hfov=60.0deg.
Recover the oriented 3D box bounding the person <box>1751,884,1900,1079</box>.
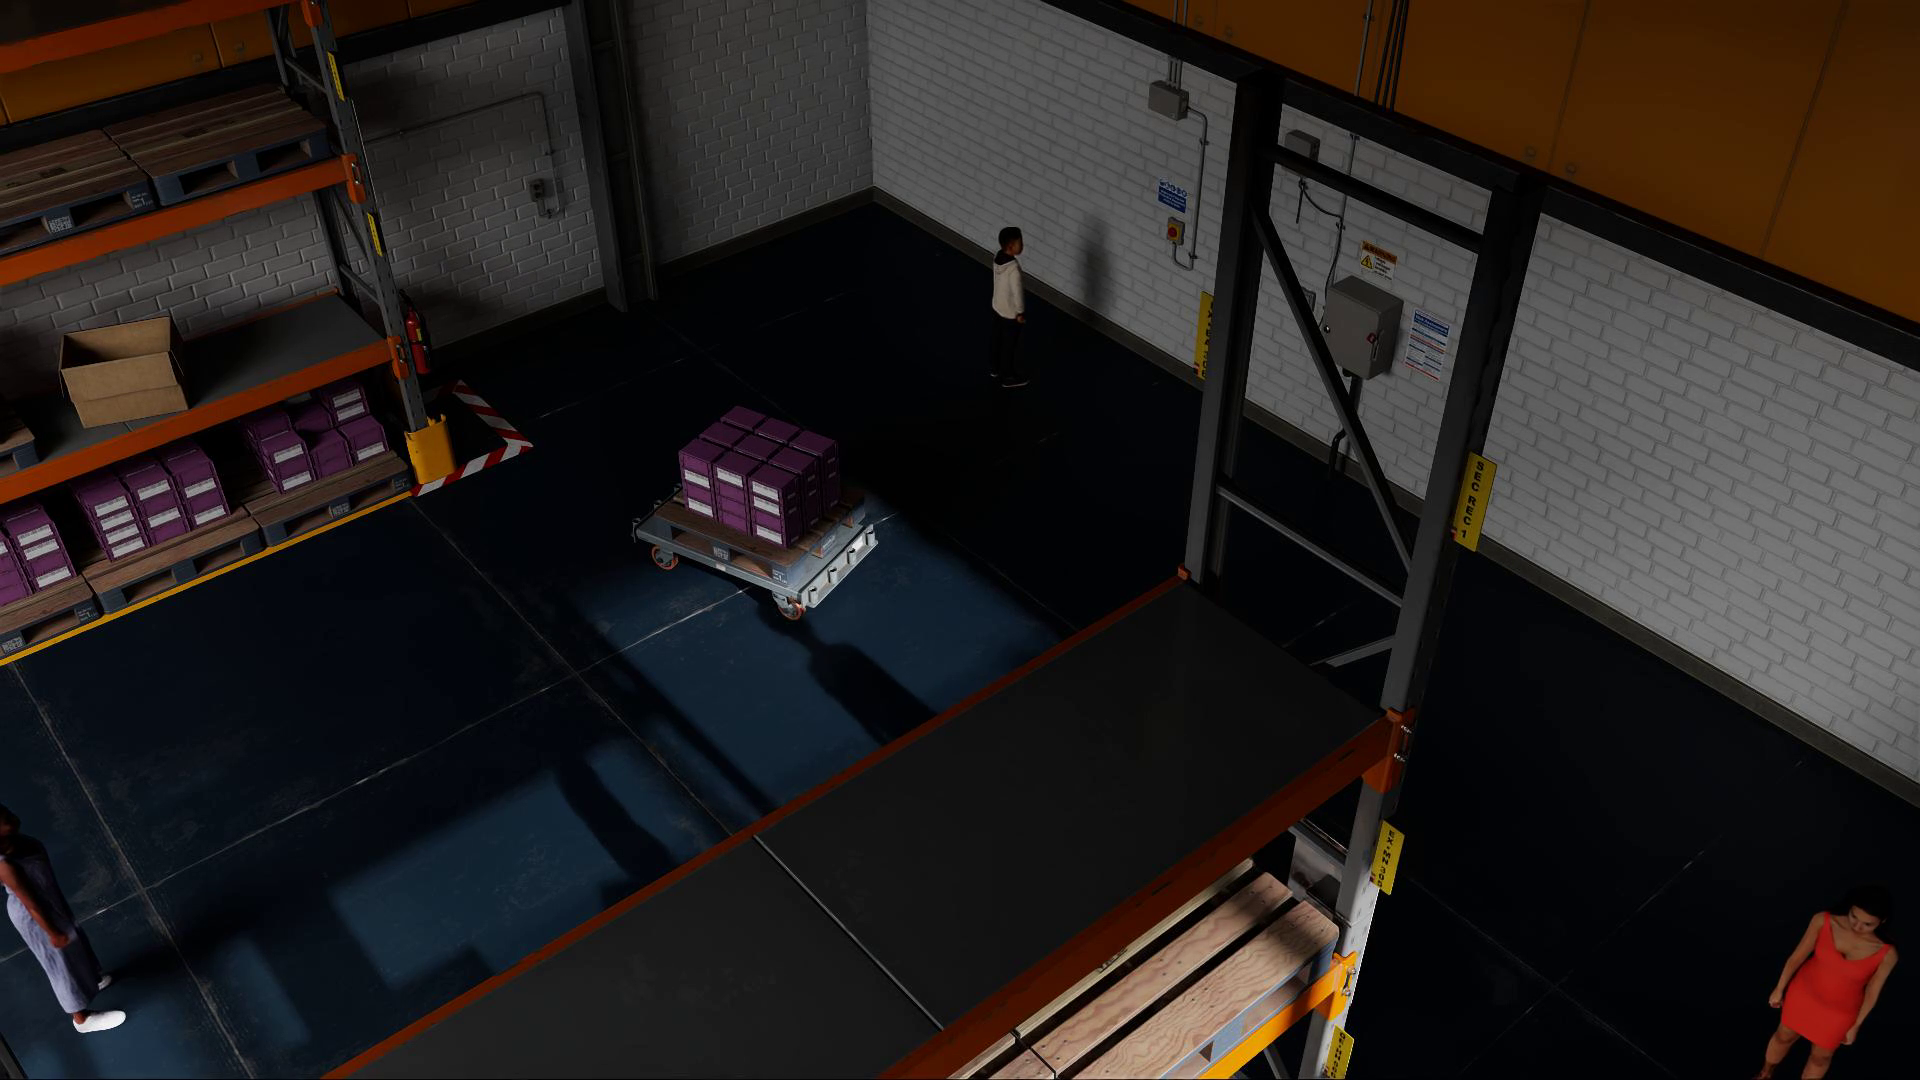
[{"bbox_3d":[4.425,2.346,8.512,0.618,1.718,0.586,28,46,31],"label":"person"}]

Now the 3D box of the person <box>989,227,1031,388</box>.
[{"bbox_3d":[0.394,-1.988,14.153,0.592,1.451,0.627,-16,41,-19],"label":"person"}]

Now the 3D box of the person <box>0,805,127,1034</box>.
[{"bbox_3d":[-4.959,2.003,8.960,0.571,1.696,0.611,-21,43,-24],"label":"person"}]
